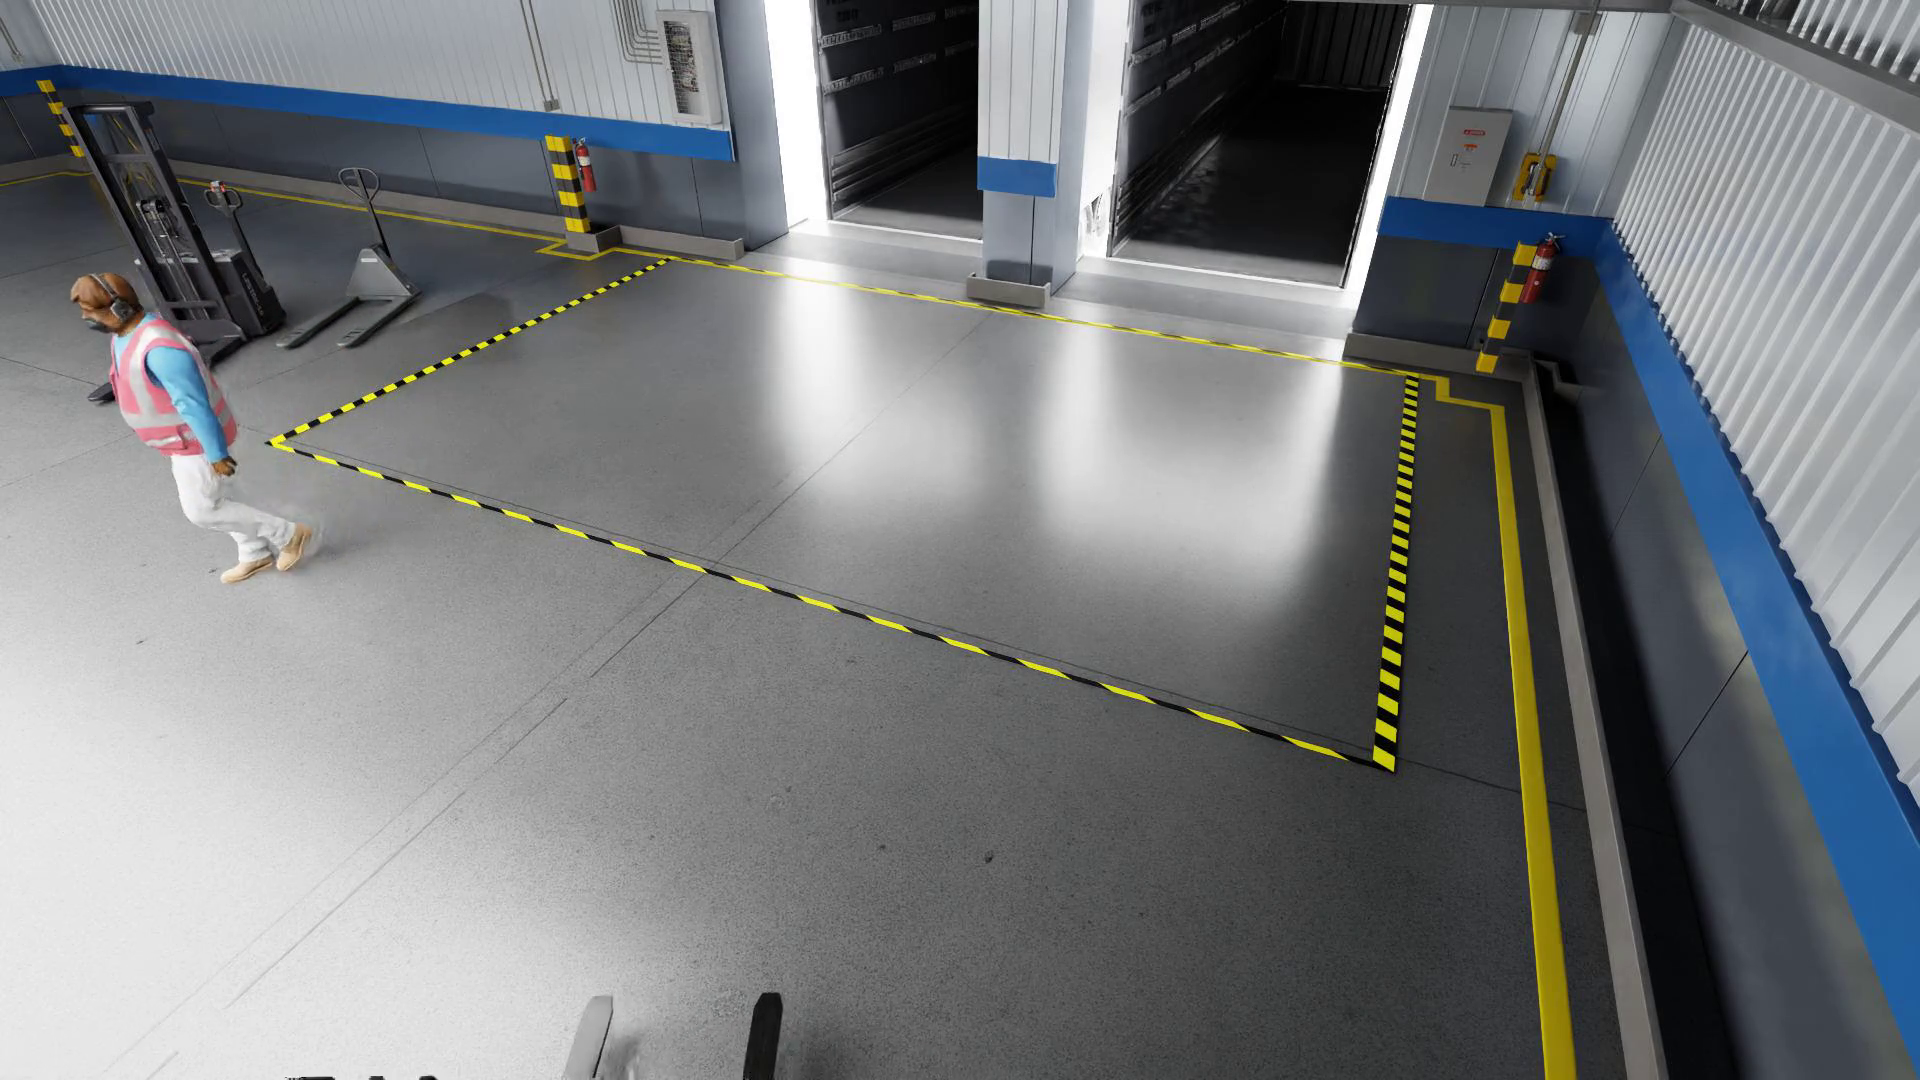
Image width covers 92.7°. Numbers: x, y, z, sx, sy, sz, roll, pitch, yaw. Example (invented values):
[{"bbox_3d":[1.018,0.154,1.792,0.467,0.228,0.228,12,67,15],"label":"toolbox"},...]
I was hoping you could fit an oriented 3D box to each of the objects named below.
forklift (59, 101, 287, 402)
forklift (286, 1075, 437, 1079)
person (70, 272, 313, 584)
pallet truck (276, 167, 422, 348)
[{"bbox_3d":[-6.686,-2.387,7.434,0.823,1.965,1.885,-3,35,-5],"label":"forklift"},{"bbox_3d":[-0.917,2.128,0.666,1.157,2.036,2.680,-1,35,-1],"label":"forklift"},{"bbox_3d":[-4.111,-0.561,4.967,0.635,1.828,0.512,28,44,34],"label":"person"},{"bbox_3d":[-5.732,-2.611,8.414,0.680,1.201,1.601,-1,35,-1],"label":"pallet truck"}]
